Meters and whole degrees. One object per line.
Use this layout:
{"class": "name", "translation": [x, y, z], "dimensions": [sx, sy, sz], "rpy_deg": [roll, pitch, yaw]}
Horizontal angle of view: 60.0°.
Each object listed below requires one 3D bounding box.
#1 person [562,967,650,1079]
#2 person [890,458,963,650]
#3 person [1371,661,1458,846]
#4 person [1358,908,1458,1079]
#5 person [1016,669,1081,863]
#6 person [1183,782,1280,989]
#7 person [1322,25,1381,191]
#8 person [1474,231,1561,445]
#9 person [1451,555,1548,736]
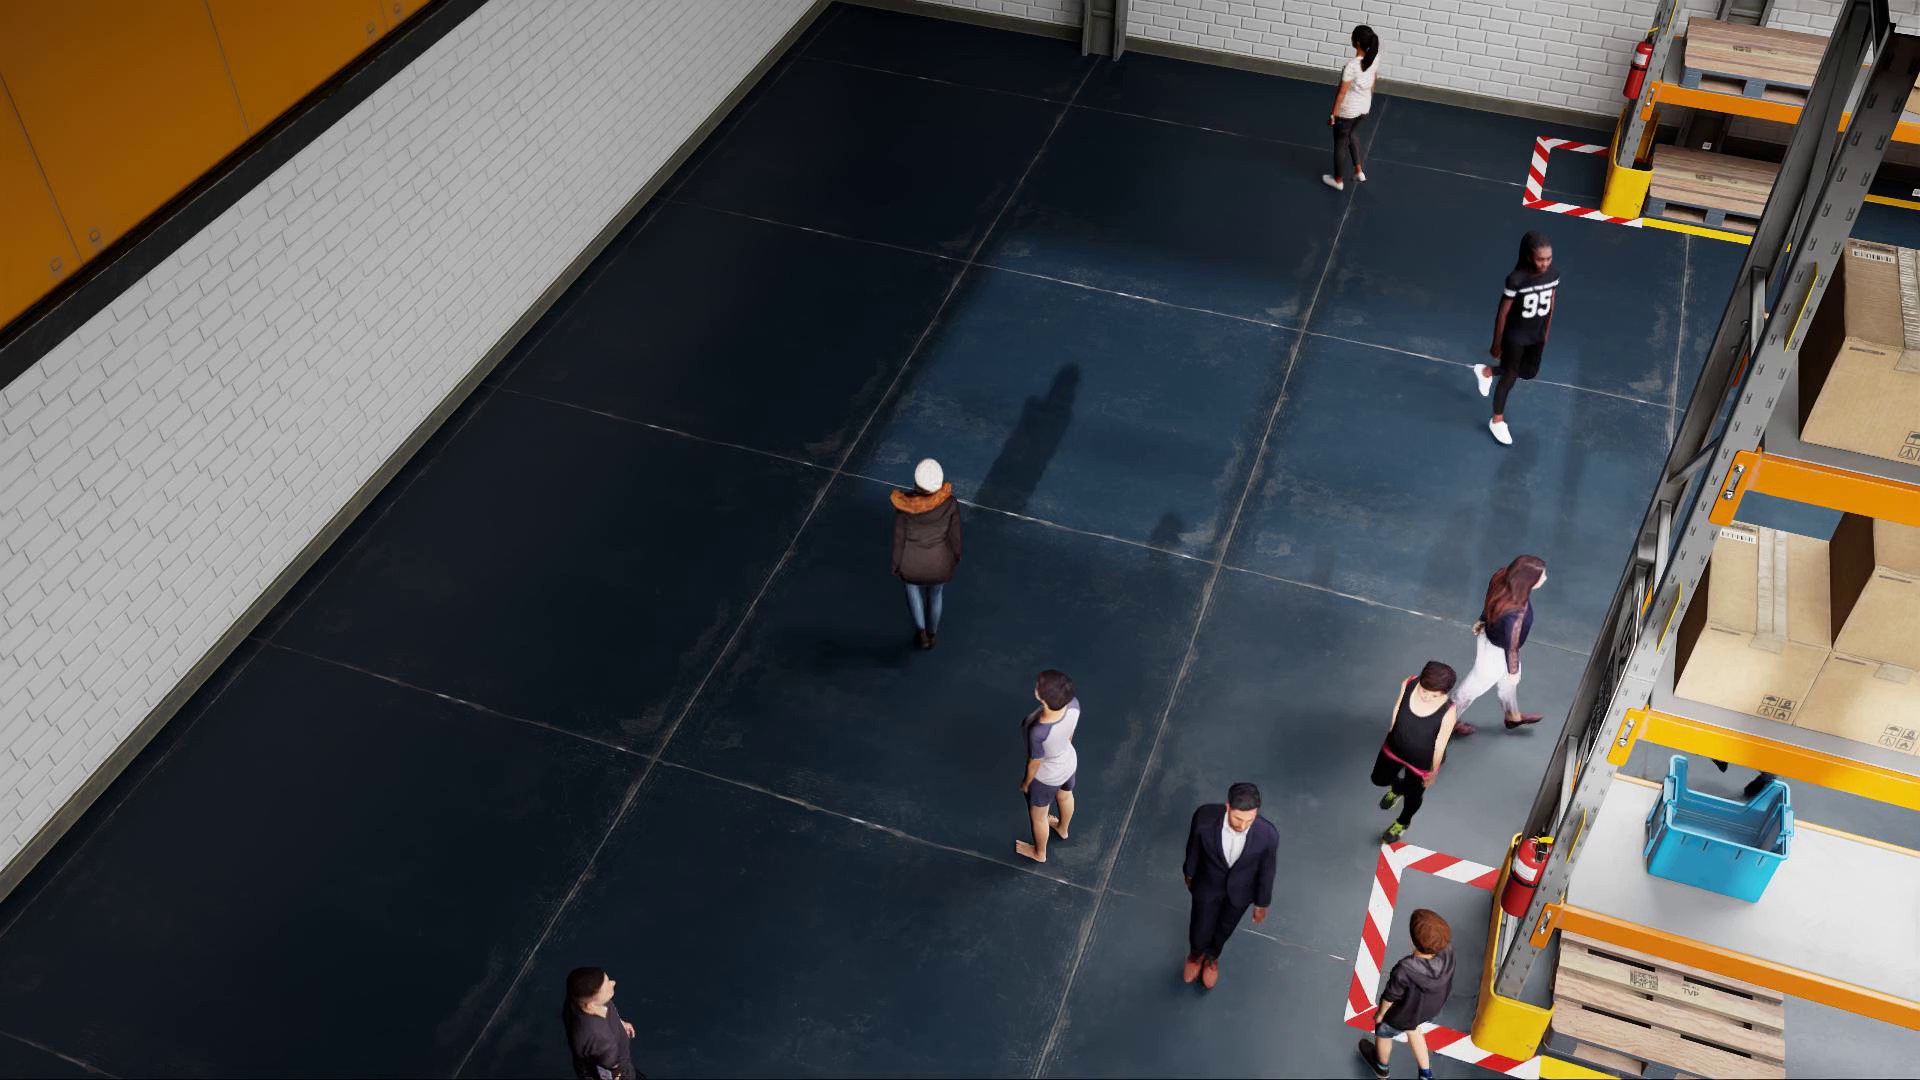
{"class": "person", "translation": [-1.823, 2.637, 8.190], "dimensions": [1.171, 1.730, 1.153], "rpy_deg": [-22, 48, -21]}
{"class": "person", "translation": [-0.219, 0.157, 10.870], "dimensions": [0.716, 1.625, 0.807], "rpy_deg": [-4, 44, -4]}
{"class": "person", "translation": [2.737, 1.200, 9.840], "dimensions": [0.729, 1.535, 0.663], "rpy_deg": [-32, 52, -29]}
{"class": "person", "translation": [2.360, 2.449, 8.601], "dimensions": [0.782, 1.436, 0.839], "rpy_deg": [-15, 46, -15]}
{"class": "person", "translation": [0.525, 1.302, 9.710], "dimensions": [0.634, 1.566, 0.634], "rpy_deg": [32, 52, 29]}
{"class": "person", "translation": [1.468, 1.809, 9.075], "dimensions": [0.572, 1.709, 0.731], "rpy_deg": [10, 44, 10]}
{"class": "person", "translation": [3.618, -3.881, 15.101], "dimensions": [0.740, 1.634, 0.798], "rpy_deg": [-26, 49, -24]}
{"class": "person", "translation": [4.211, -1.588, 12.636], "dimensions": [0.952, 1.715, 0.996], "rpy_deg": [-15, 46, -15]}
{"class": "person", "translation": [3.272, 0.683, 10.348], "dimensions": [0.958, 1.582, 0.736], "rpy_deg": [5, 44, 6]}
